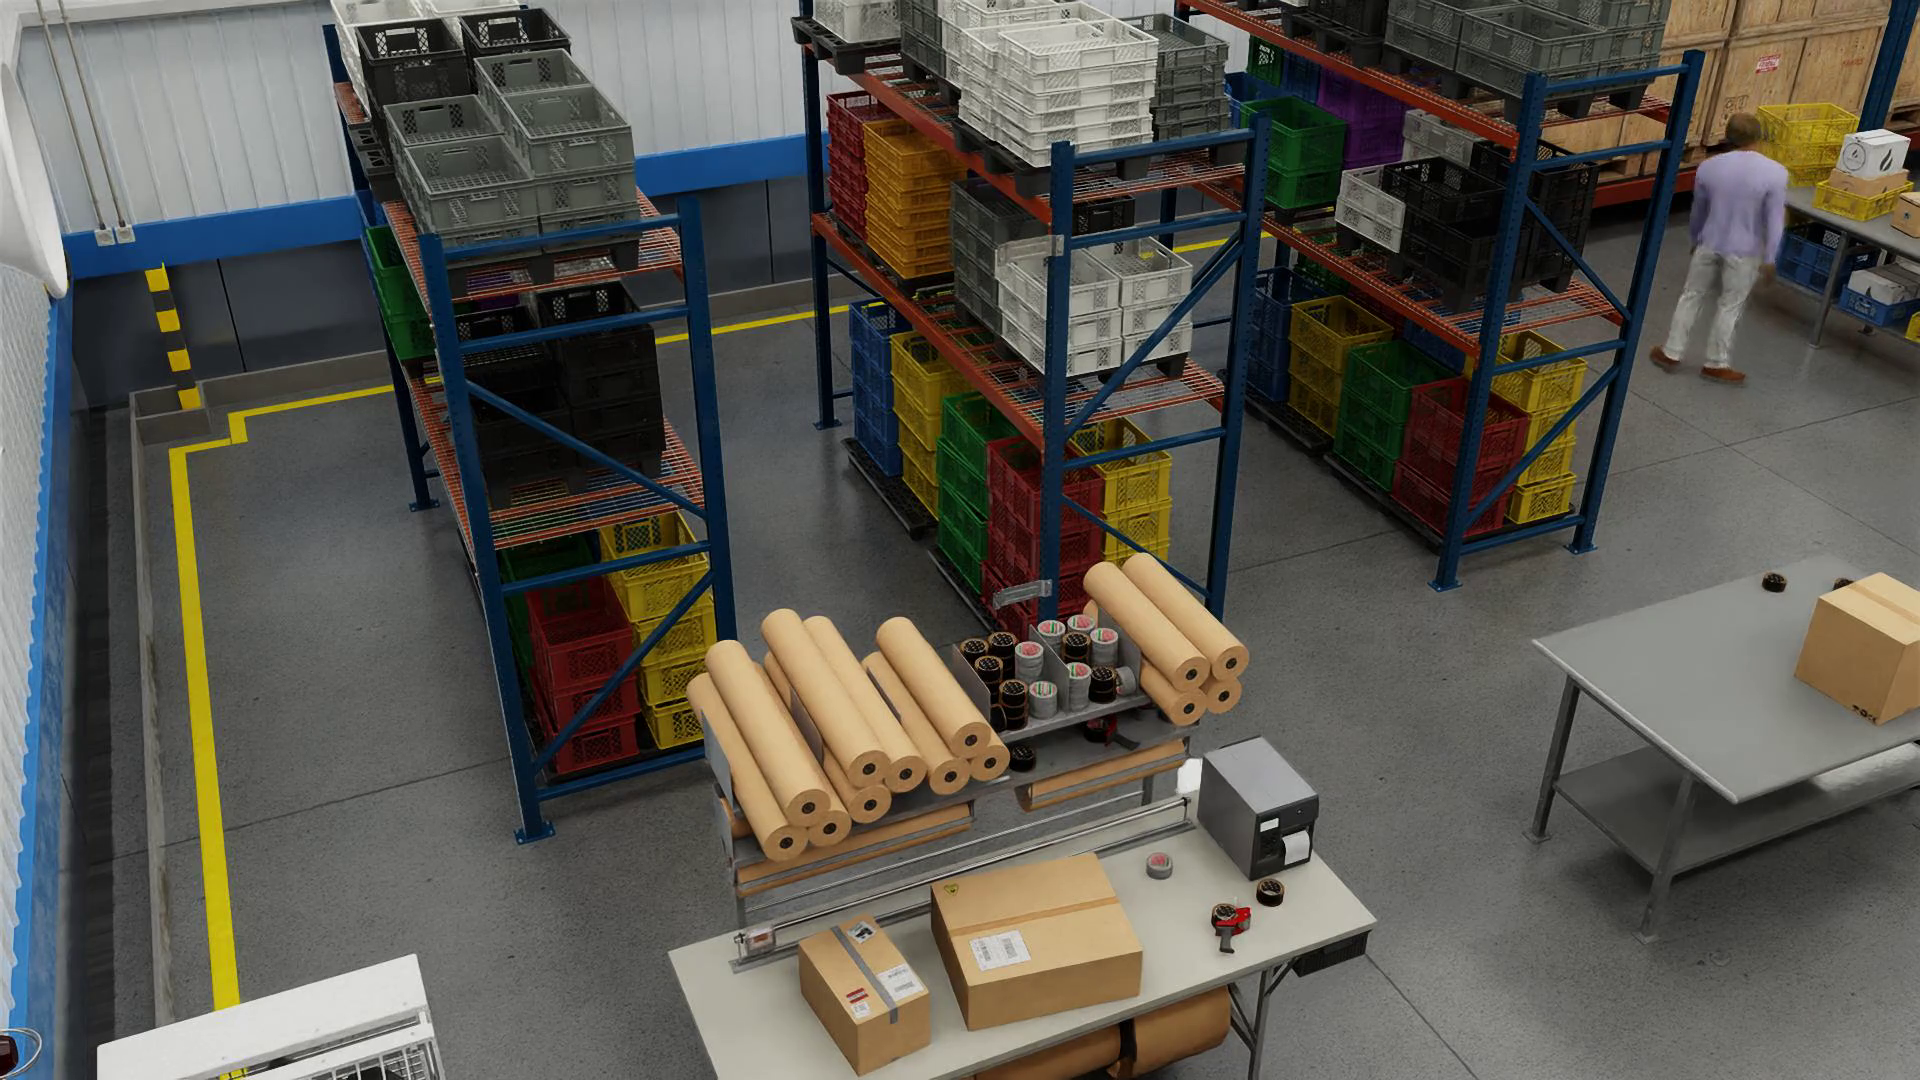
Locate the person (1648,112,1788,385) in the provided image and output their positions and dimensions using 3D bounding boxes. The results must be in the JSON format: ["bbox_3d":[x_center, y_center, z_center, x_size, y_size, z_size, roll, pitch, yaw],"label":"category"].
[{"bbox_3d":[5.393,-2.021,11.695,0.360,1.899,0.702,-23,38,-32],"label":"person"}]
